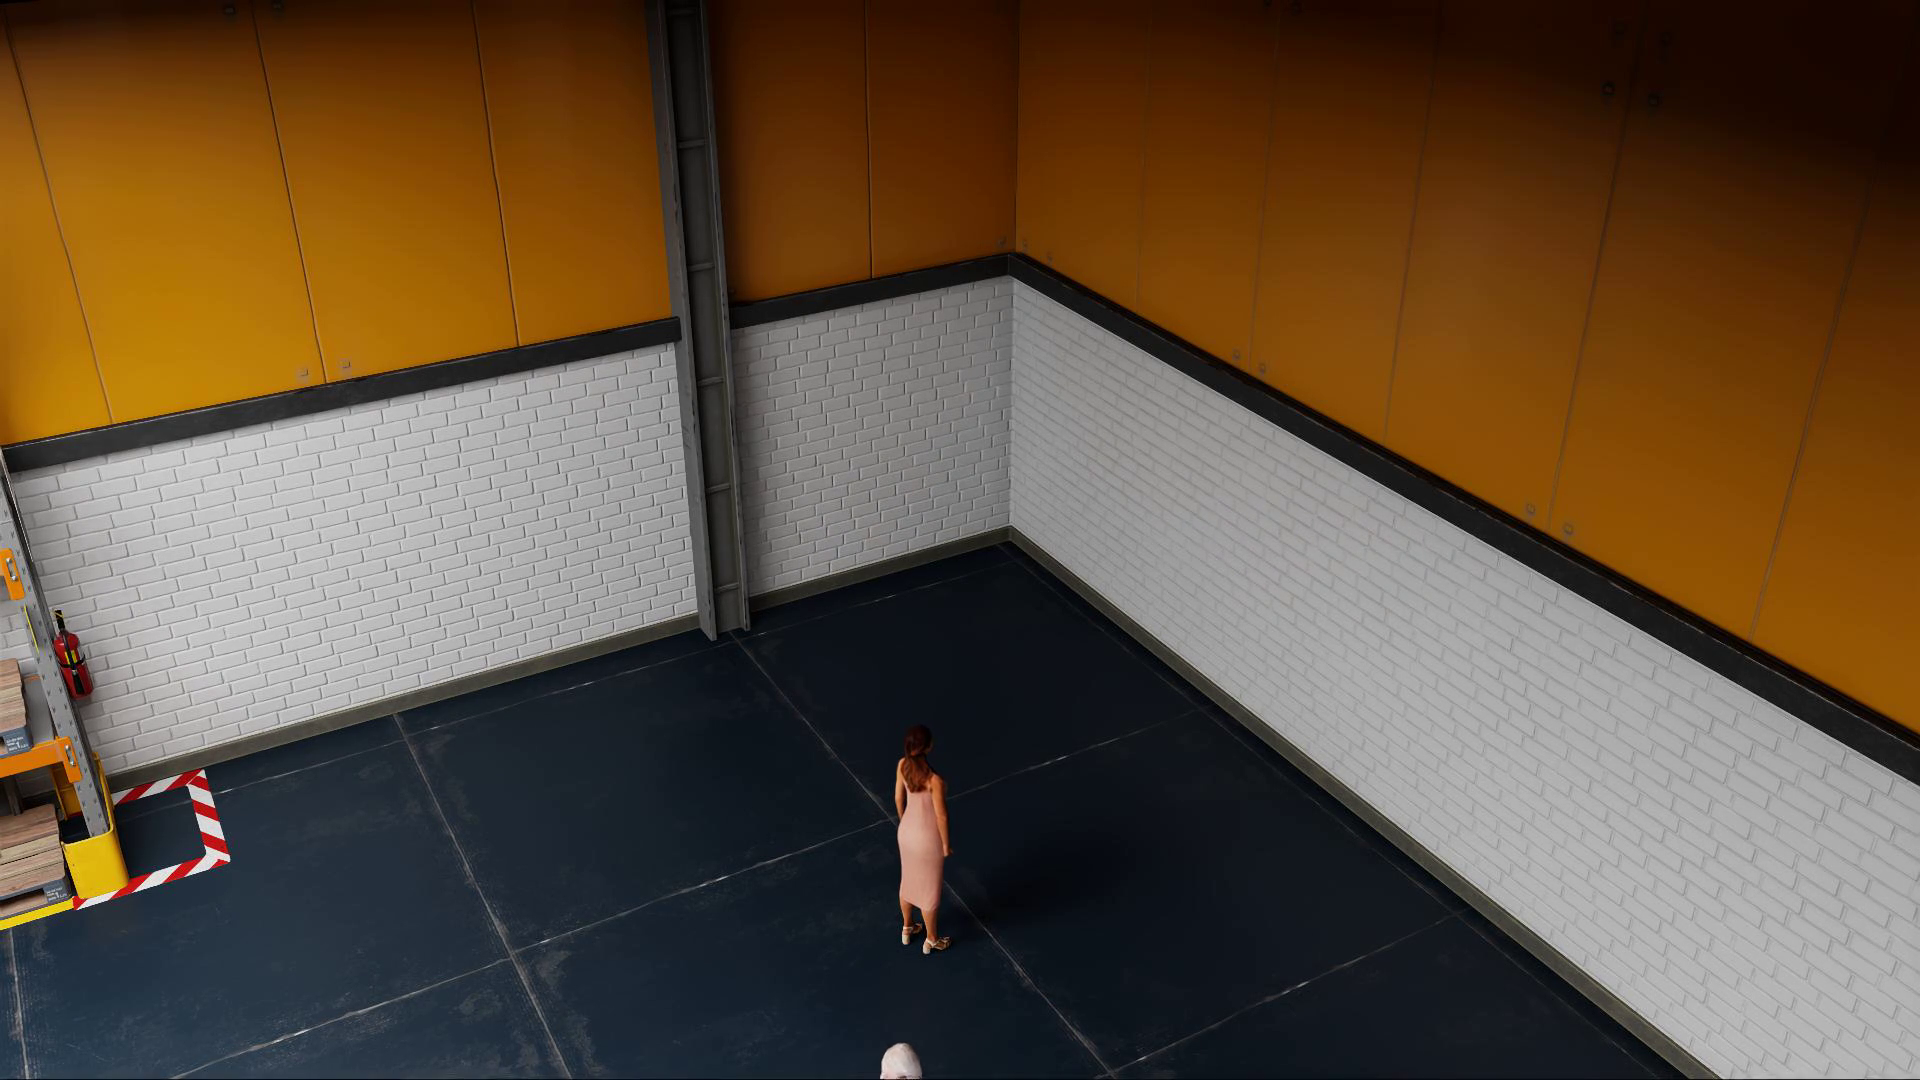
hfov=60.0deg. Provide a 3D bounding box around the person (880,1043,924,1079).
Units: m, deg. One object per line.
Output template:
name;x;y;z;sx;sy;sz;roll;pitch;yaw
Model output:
person;-0.178;3.351;8.841;0.871;1.810;0.632;-10;30;-18

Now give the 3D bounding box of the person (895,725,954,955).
person;-0.268;2.023;11.254;0.647;1.831;0.621;23;36;36
